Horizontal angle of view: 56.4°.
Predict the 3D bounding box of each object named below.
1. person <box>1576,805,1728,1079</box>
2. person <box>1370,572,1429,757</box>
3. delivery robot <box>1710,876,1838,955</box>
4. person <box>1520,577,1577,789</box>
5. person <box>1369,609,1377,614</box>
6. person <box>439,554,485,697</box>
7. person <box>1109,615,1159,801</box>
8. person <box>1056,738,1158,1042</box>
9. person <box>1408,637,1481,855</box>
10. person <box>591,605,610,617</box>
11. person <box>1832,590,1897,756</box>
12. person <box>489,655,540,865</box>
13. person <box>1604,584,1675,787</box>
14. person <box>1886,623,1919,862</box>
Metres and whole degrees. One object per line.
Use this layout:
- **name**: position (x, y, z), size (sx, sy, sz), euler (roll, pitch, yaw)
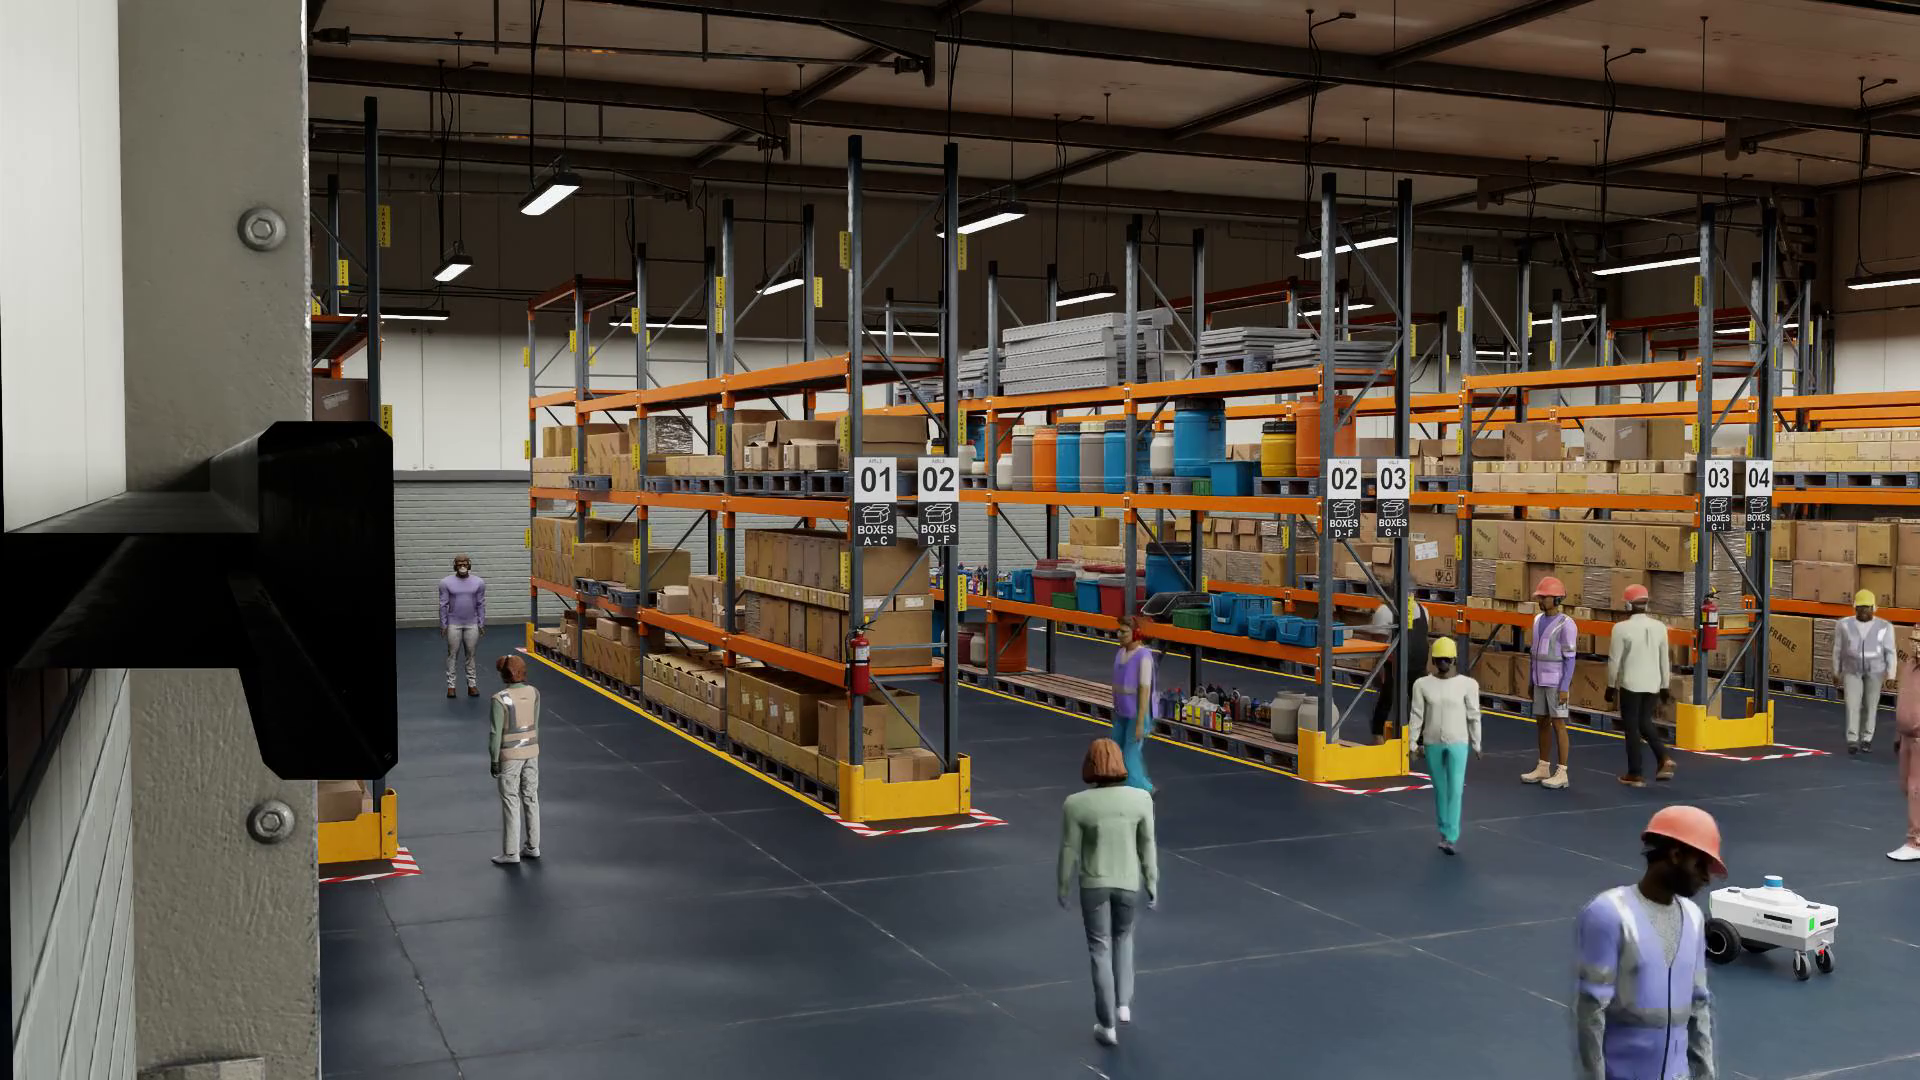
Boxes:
- **person**: position (2.419, 1.892, 6.372), size (0.588, 1.888, 0.367), euler (-1, 2, -19)
- **person**: position (4.820, 1.321, 19.647), size (0.692, 2.000, 1.009), euler (-1, 2, -16)
- **delivery robot**: position (5.051, 2.333, 11.127), size (0.477, 0.478, 0.707), euler (-2, 3, -37)
- **person**: position (5.750, 1.379, 17.489), size (0.365, 2.048, 0.608), euler (-1, 2, -19)
- **person**: position (6.694, 1.041, 28.803), size (0.566, 1.855, 0.894), euler (-1, 2, -27)
- **person**: position (-6.799, 1.165, 24.489), size (0.630, 1.940, 0.372), euler (-1, 2, -26)
- **person**: position (1.513, 1.558, 15.592), size (0.461, 1.831, 0.574), euler (-1, 2, -24)
- **person**: position (0.789, 1.883, 9.756), size (0.538, 1.613, 0.485), euler (0, 2, -10)
- **person**: position (3.863, 1.649, 14.349), size (0.551, 1.726, 0.857), euler (1, 2, 26)
- **person**: position (-6.358, 0.979, 31.458), size (0.885, 1.788, 0.622), euler (1, 2, 23)
- **person**: position (9.787, 1.434, 19.384), size (0.621, 1.779, 0.916), euler (1, 2, 26)
- **person**: position (-3.494, 1.716, 14.088), size (0.315, 1.629, 0.508), euler (1, 3, 31)
- **person**: position (6.633, 1.419, 17.481), size (0.612, 1.972, 0.516), euler (-1, 2, -19)
- **person**: position (7.699, 1.585, 14.191), size (0.709, 1.885, 0.654), euler (0, 2, 1)
